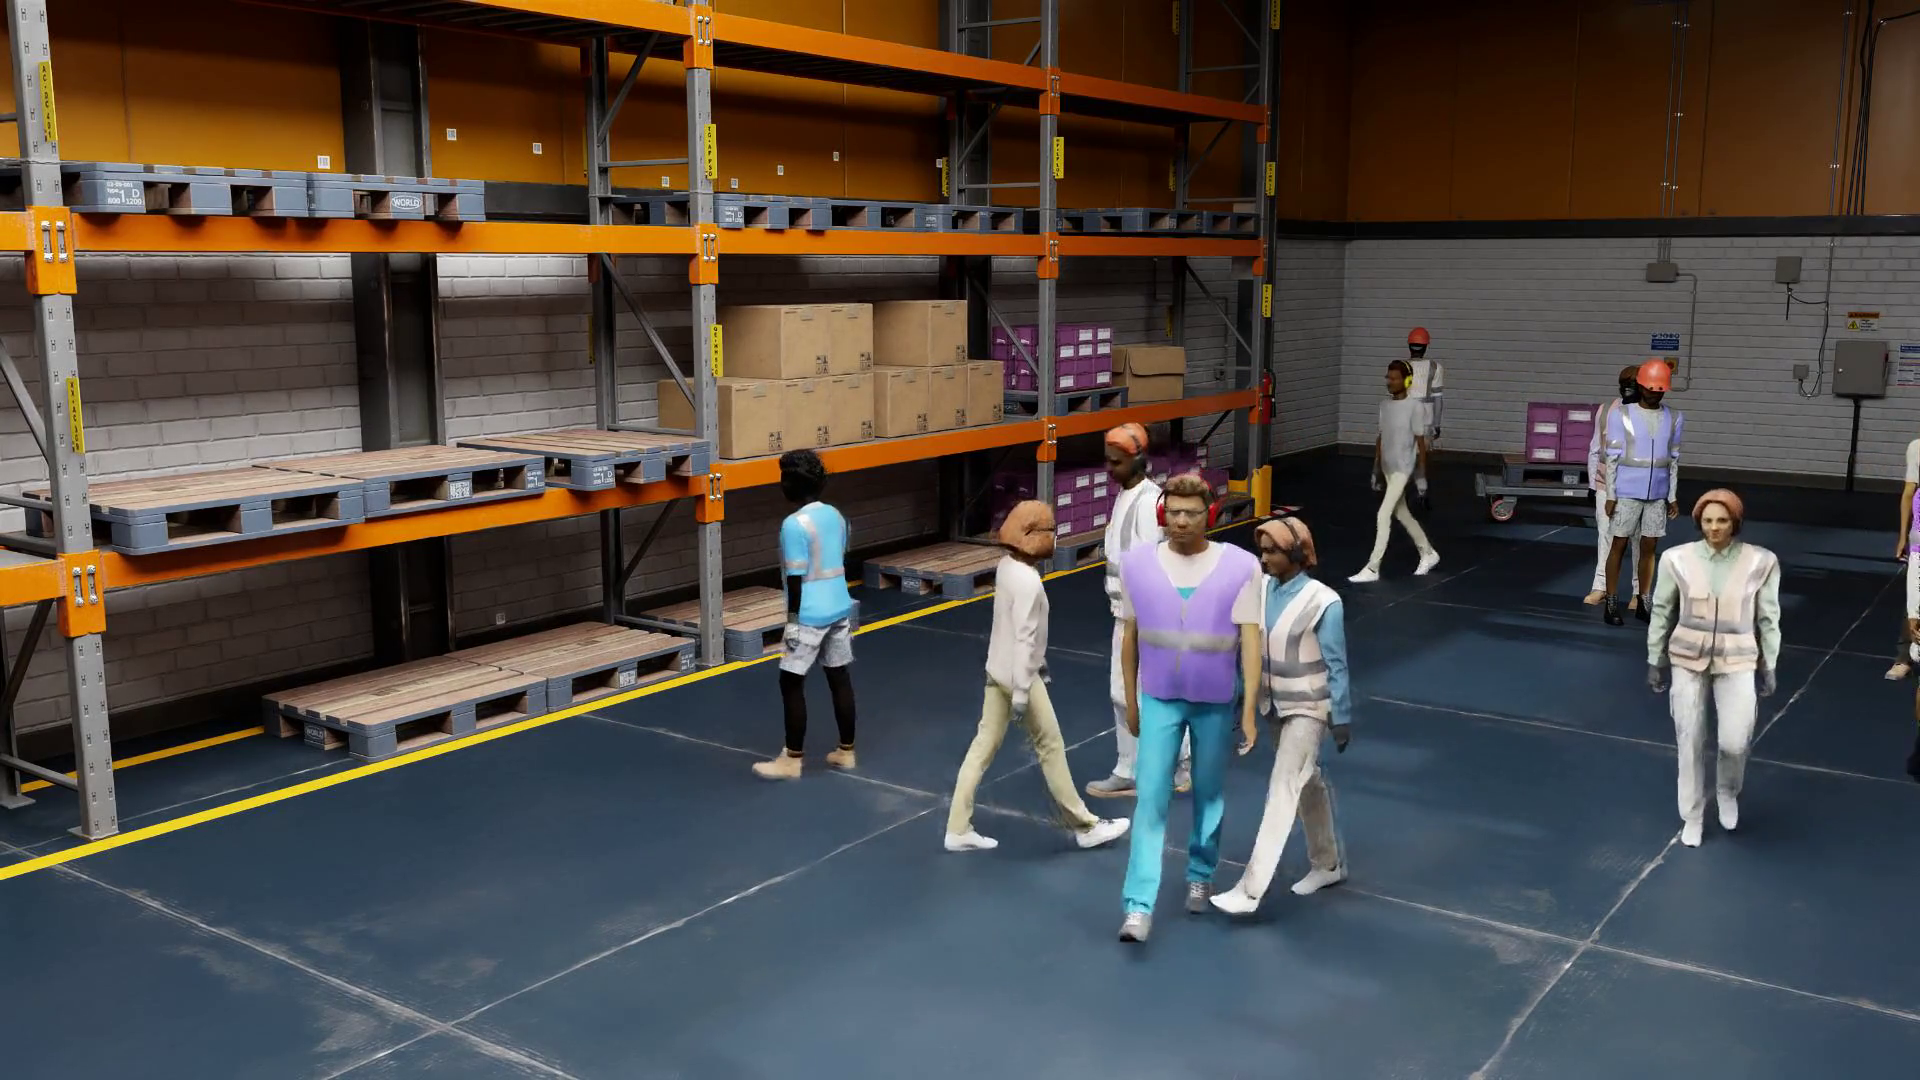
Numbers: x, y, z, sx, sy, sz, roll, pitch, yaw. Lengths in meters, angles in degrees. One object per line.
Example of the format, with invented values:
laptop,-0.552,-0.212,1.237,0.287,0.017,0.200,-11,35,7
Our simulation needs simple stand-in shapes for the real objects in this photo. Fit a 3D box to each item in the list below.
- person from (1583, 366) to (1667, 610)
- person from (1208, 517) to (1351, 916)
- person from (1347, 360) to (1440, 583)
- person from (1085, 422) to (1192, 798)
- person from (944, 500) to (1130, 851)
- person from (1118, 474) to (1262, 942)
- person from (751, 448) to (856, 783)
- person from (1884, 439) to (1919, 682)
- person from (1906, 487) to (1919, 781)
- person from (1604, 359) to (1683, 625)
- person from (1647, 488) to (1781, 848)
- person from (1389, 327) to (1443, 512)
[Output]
person,5.049,-0.396,12.591,0.631,1.843,0.429,8,12,40
person,1.266,0.711,6.703,0.867,1.598,0.509,-5,11,-30
person,3.639,-0.578,13.716,0.959,1.834,0.527,-4,10,-24
person,0.911,0.352,8.063,0.519,1.865,0.594,-1,10,-5
person,0.315,0.608,7.348,0.843,1.586,0.520,-2,10,-14
person,0.866,0.658,6.423,0.576,1.805,0.947,2,10,14
person,-0.776,0.381,8.433,0.456,1.685,0.579,4,10,24
person,6.064,-0.004,10.255,0.506,1.842,0.348,9,13,42
person,4.960,0.309,8.191,0.590,1.897,0.816,4,10,22
person,4.922,-0.337,11.984,0.542,1.928,0.376,0,10,-1
person,3.356,0.572,7.440,0.544,1.623,0.374,5,11,26
person,4.759,-1.254,17.414,0.551,1.936,0.357,3,10,15
